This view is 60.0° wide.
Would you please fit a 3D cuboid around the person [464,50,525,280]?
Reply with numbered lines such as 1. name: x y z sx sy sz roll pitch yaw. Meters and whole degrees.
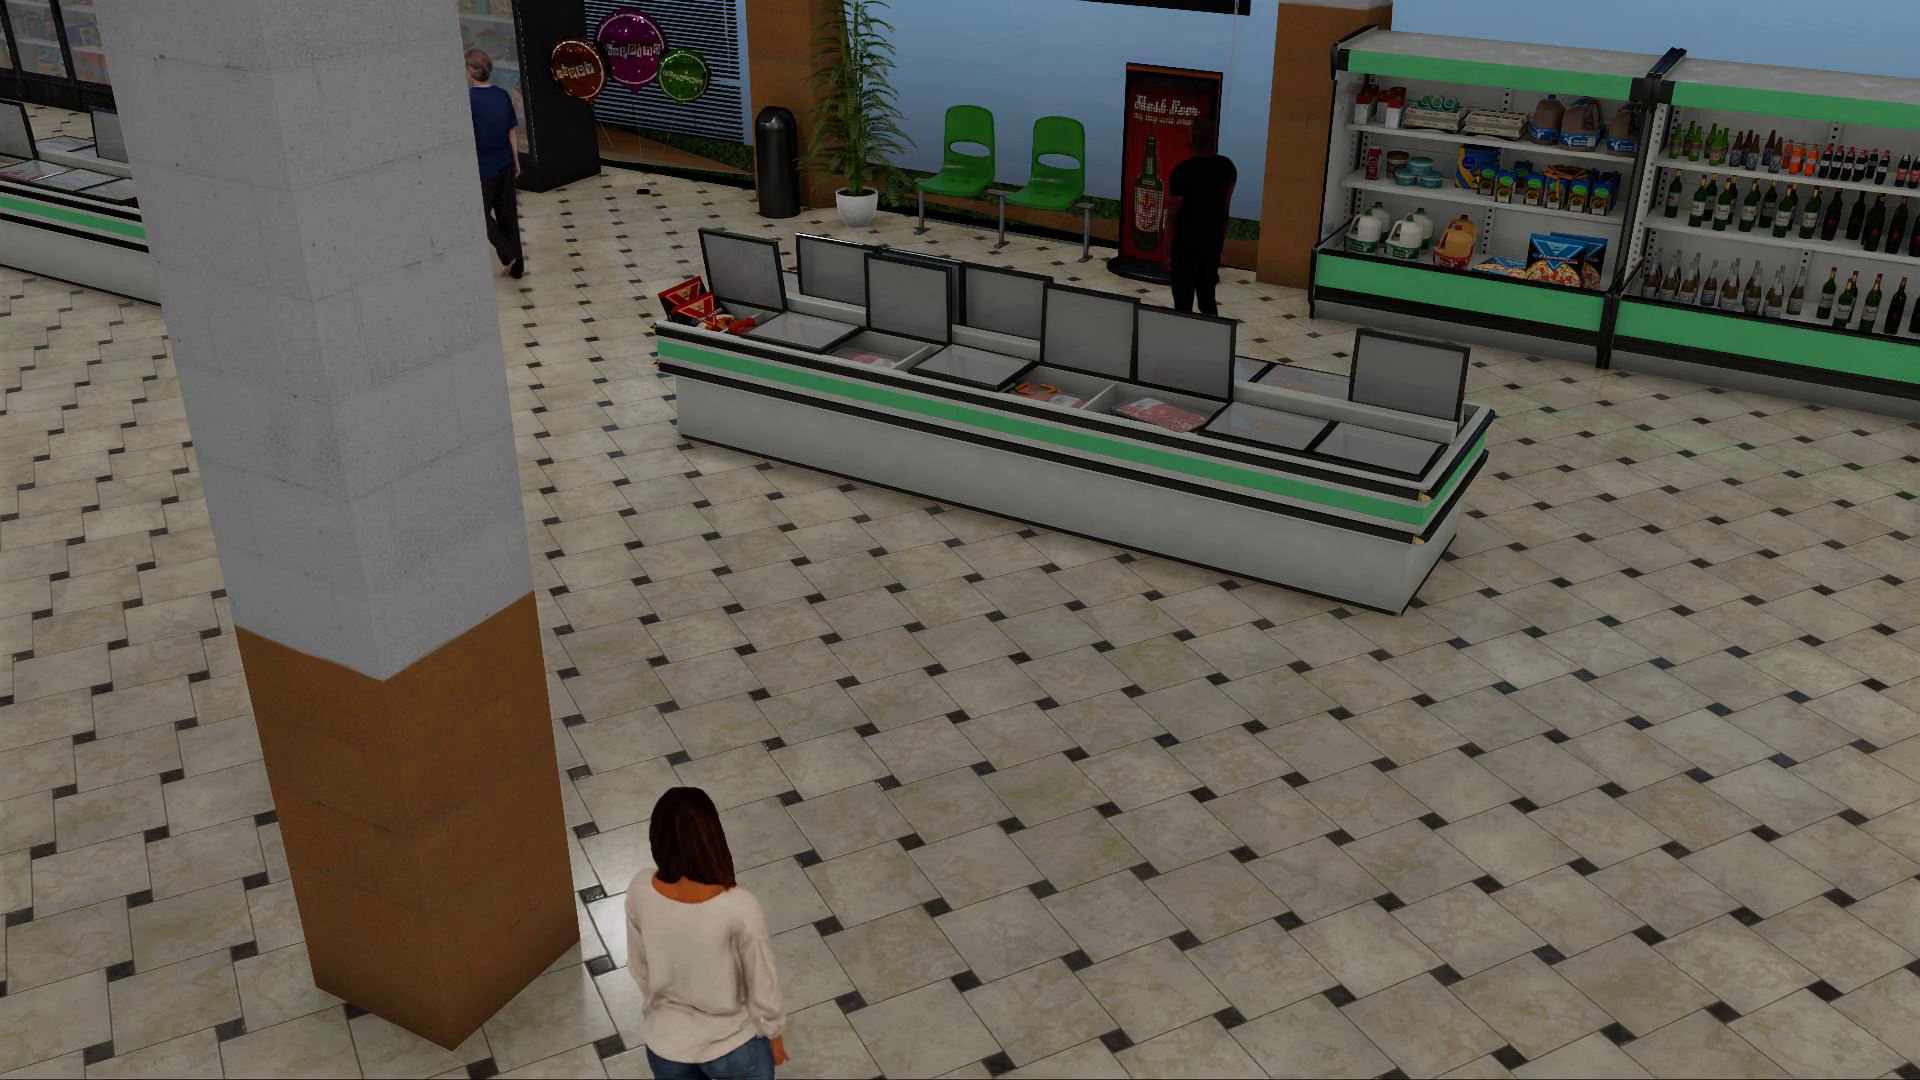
1. person: -3.708 -2.950 13.332 0.791 1.850 0.849 -21 34 -35

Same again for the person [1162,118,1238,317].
1. person: 1.640 -1.998 11.494 0.743 1.816 0.761 -12 29 -22

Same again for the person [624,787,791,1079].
1. person: -0.731 1.447 4.852 0.539 1.679 0.731 11 29 20
